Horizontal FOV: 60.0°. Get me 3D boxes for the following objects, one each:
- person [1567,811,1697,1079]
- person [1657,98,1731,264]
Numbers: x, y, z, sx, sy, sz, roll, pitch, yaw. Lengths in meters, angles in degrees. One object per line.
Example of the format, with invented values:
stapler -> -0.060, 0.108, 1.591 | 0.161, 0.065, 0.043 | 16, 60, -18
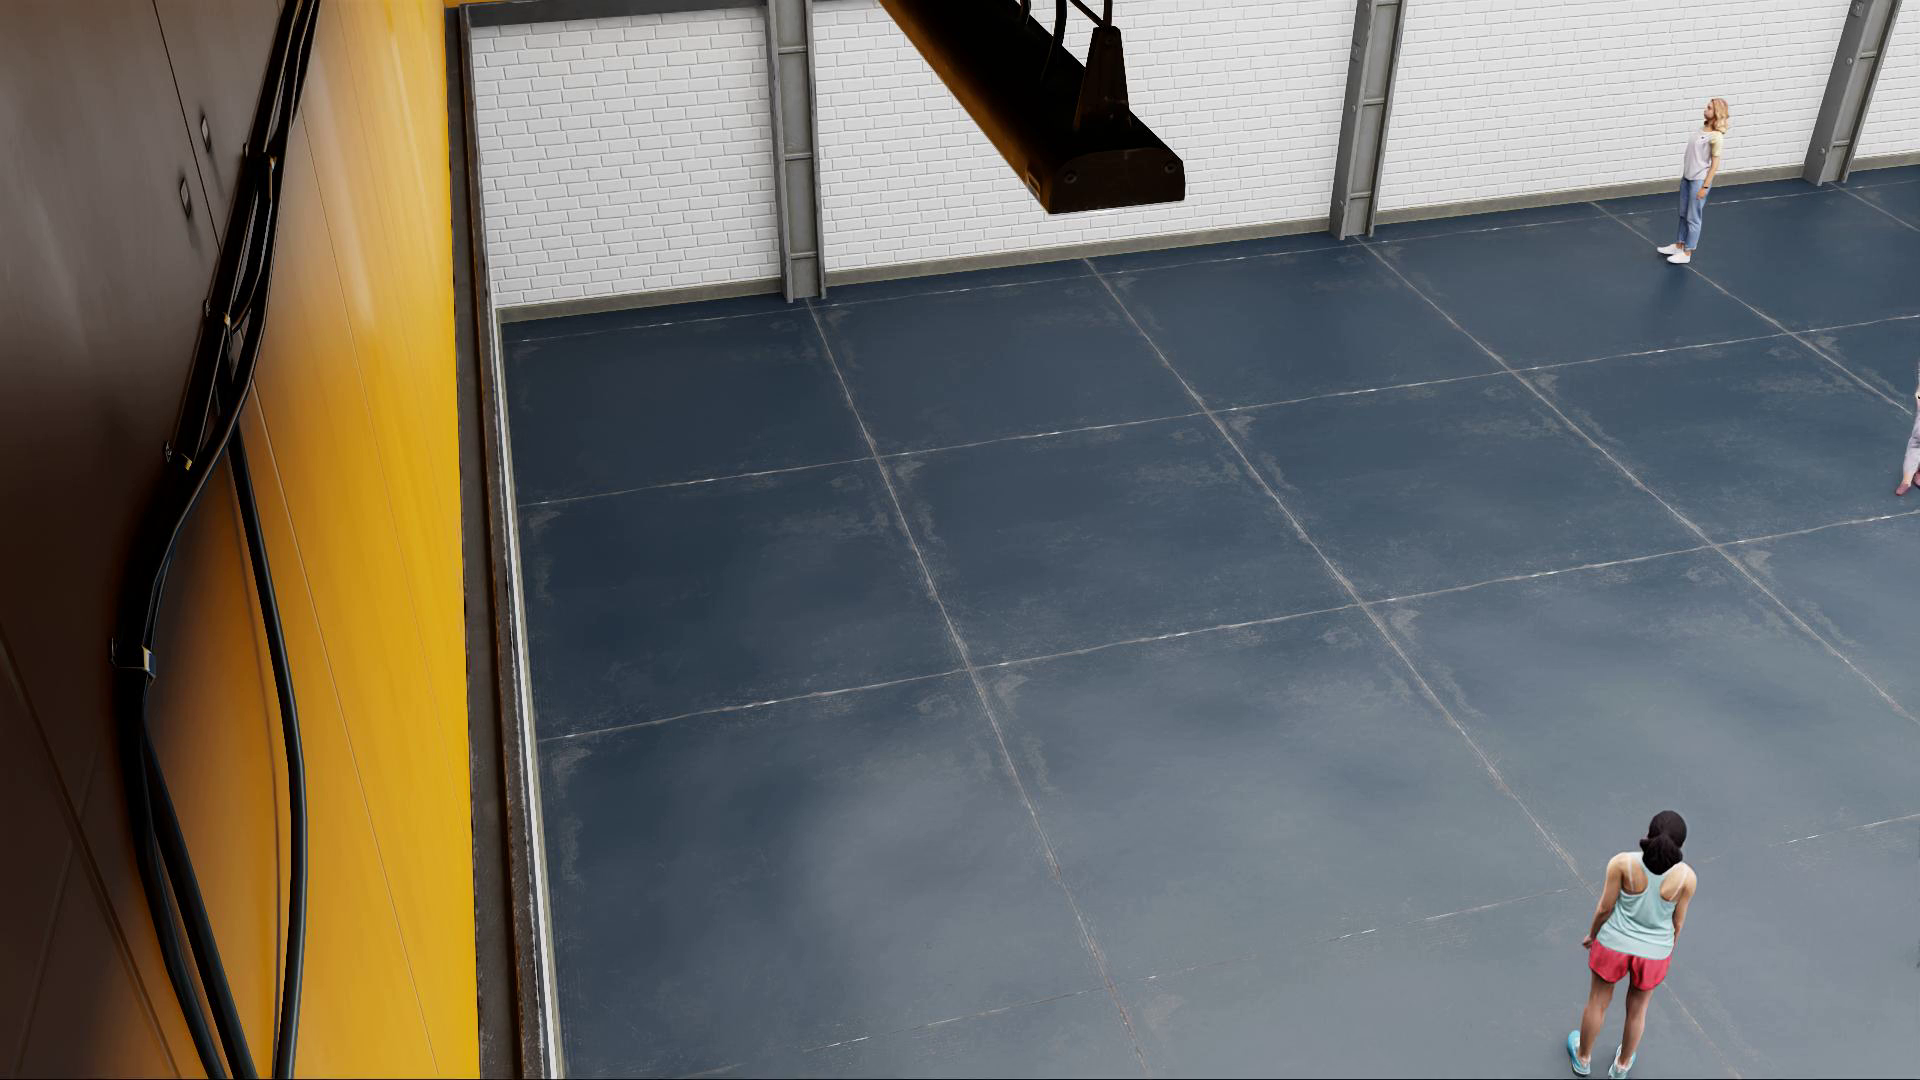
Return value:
person -> 3.370, 2.038, 8.339 | 0.681, 1.765, 0.758 | 11, 35, 16
person -> 7.526, -3.665, 16.955 | 0.615, 1.723, 0.666 | -2, 34, -3
